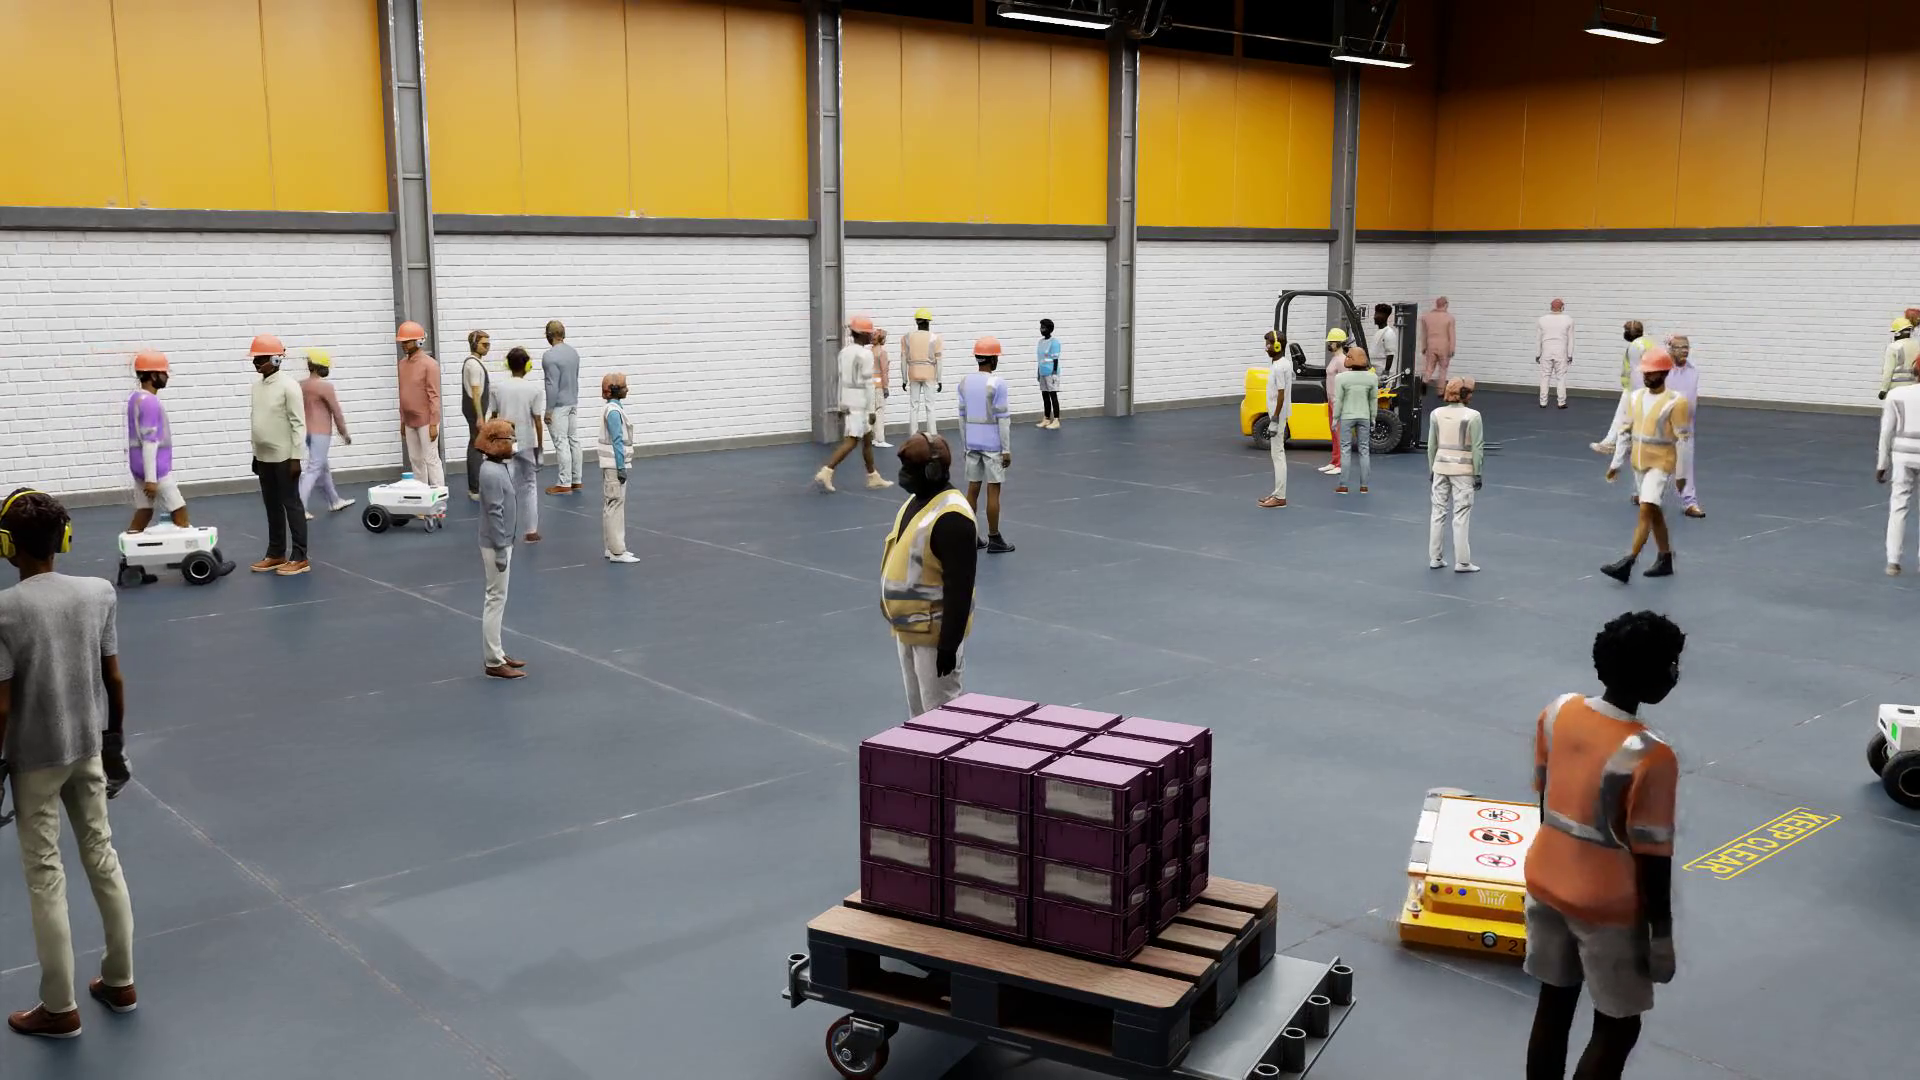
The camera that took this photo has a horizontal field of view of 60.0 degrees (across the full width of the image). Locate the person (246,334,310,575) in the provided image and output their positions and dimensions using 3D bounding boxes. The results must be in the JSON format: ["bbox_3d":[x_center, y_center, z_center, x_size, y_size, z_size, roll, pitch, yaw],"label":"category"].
[{"bbox_3d":[-5.683,-0.707,13.814,0.622,1.994,0.381,6,11,32],"label":"person"}]

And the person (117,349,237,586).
[{"bbox_3d":[-6.397,-0.580,13.379,0.894,1.891,0.566,-7,12,-36],"label":"person"}]

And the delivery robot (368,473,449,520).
[{"bbox_3d":[-5.293,-0.404,15.975,0.707,0.478,0.477,1,10,9],"label":"delivery robot"}]

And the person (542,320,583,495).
[{"bbox_3d":[-4.417,-1.466,18.428,0.351,1.936,0.634,3,10,15],"label":"person"}]

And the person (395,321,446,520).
[{"bbox_3d":[-5.443,-1.197,16.711,0.614,1.987,0.407,8,12,37],"label":"person"}]

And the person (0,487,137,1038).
[{"bbox_3d":[-3.077,0.751,5.641,0.317,1.870,0.531,5,11,28],"label":"person"}]

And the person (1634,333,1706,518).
[{"bbox_3d":[7.294,-1.190,17.087,0.653,1.857,1.024,-2,10,-10],"label":"person"}]

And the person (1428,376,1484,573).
[{"bbox_3d":[4.139,-0.546,13.913,0.312,1.638,0.512,-8,12,-38],"label":"person"}]

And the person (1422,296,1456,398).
[{"bbox_3d":[8.905,-3.585,30.943,0.670,1.893,0.550,8,12,39],"label":"person"}]

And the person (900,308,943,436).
[{"bbox_3d":[-0.528,-2.249,23.048,0.589,1.924,0.384,2,10,10],"label":"person"}]

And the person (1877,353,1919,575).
[{"bbox_3d":[7.949,-0.642,13.792,0.591,1.881,0.415,7,12,36],"label":"person"}]

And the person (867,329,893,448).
[{"bbox_3d":[-1.138,-2.094,22.981,0.311,1.636,0.522,-6,11,-31],"label":"person"}]

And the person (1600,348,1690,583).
[{"bbox_3d":[5.531,-0.600,13.485,0.976,1.889,0.555,-4,11,-23],"label":"person"}]

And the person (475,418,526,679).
[{"bbox_3d":[-2.889,0.048,10.450,0.268,1.632,0.507,-2,10,-14],"label":"person"}]

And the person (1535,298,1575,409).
[{"bbox_3d":[10.309,-3.229,28.833,0.643,1.910,0.400,5,11,29],"label":"person"}]

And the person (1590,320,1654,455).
[{"bbox_3d":[8.846,-1.992,21.936,0.932,1.790,0.632,9,13,42],"label":"person"}]

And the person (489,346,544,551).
[{"bbox_3d":[-4.019,-0.833,15.028,0.538,1.838,0.893,-1,10,-4],"label":"person"}]

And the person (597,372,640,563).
[{"bbox_3d":[-2.965,-0.622,14.357,0.308,1.640,0.511,-3,10,-19],"label":"person"}]

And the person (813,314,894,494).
[{"bbox_3d":[-1.205,-1.520,18.564,1.008,2.001,0.605,-6,11,-30],"label":"person"}]

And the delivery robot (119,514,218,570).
[{"bbox_3d":[-6.389,0.031,13.430,0.707,0.478,0.477,-4,10,-20],"label":"delivery robot"}]

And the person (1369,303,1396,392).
[{"bbox_3d":[6.054,-2.422,23.937,0.365,1.966,0.608,-1,10,-5],"label":"person"}]

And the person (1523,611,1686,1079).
[{"bbox_3d":[1.769,1.021,4.670,0.367,1.671,0.561,-3,10,-19],"label":"person"}]

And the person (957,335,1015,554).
[{"bbox_3d":[0.238,-0.847,14.801,0.543,1.938,0.356,8,13,39],"label":"person"}]

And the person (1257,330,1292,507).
[{"bbox_3d":[3.318,-1.271,17.501,0.329,1.865,0.508,2,10,14],"label":"person"}]

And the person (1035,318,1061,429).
[{"bbox_3d":[1.349,-2.538,25.437,0.320,1.690,0.535,-5,11,-29],"label":"person"}]

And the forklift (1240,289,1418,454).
[{"bbox_3d":[5.034,-2.339,22.783,2.313,2.155,1.214,3,10,16],"label":"forklift"}]

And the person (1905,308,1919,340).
[{"bbox_3d":[14.205,-2.501,24.716,0.824,1.855,0.608,8,12,38],"label":"person"}]

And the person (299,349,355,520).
[{"bbox_3d":[-6.471,-1.067,16.788,0.528,1.703,0.878,6,12,32],"label":"person"}]

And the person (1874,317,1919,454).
[{"bbox_3d":[12.515,-2.051,22.186,0.586,1.823,0.403,-3,10,-19],"label":"person"}]

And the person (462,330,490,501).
[{"bbox_3d":[-5.216,-1.346,18.010,0.345,1.840,0.505,-3,10,-19],"label":"person"}]

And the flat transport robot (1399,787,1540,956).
[{"bbox_3d":[2.214,1.340,6.866,0.652,0.197,1.431,3,10,19],"label":"flat transport robot"}]

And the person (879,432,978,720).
[{"bbox_3d":[-0.153,0.421,7.657,0.429,1.841,0.634,-4,10,-20],"label":"person"}]

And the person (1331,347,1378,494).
[{"bbox_3d":[4.383,-1.324,18.482,0.508,1.632,0.273,-1,10,-5],"label":"person"}]

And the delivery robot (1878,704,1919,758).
[{"bbox_3d":[4.857,0.952,8.038,0.707,0.478,0.477,3,10,20],"label":"delivery robot"}]

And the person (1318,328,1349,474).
[{"bbox_3d":[4.546,-1.677,20.160,0.310,1.768,0.533,0,10,0],"label":"person"}]
